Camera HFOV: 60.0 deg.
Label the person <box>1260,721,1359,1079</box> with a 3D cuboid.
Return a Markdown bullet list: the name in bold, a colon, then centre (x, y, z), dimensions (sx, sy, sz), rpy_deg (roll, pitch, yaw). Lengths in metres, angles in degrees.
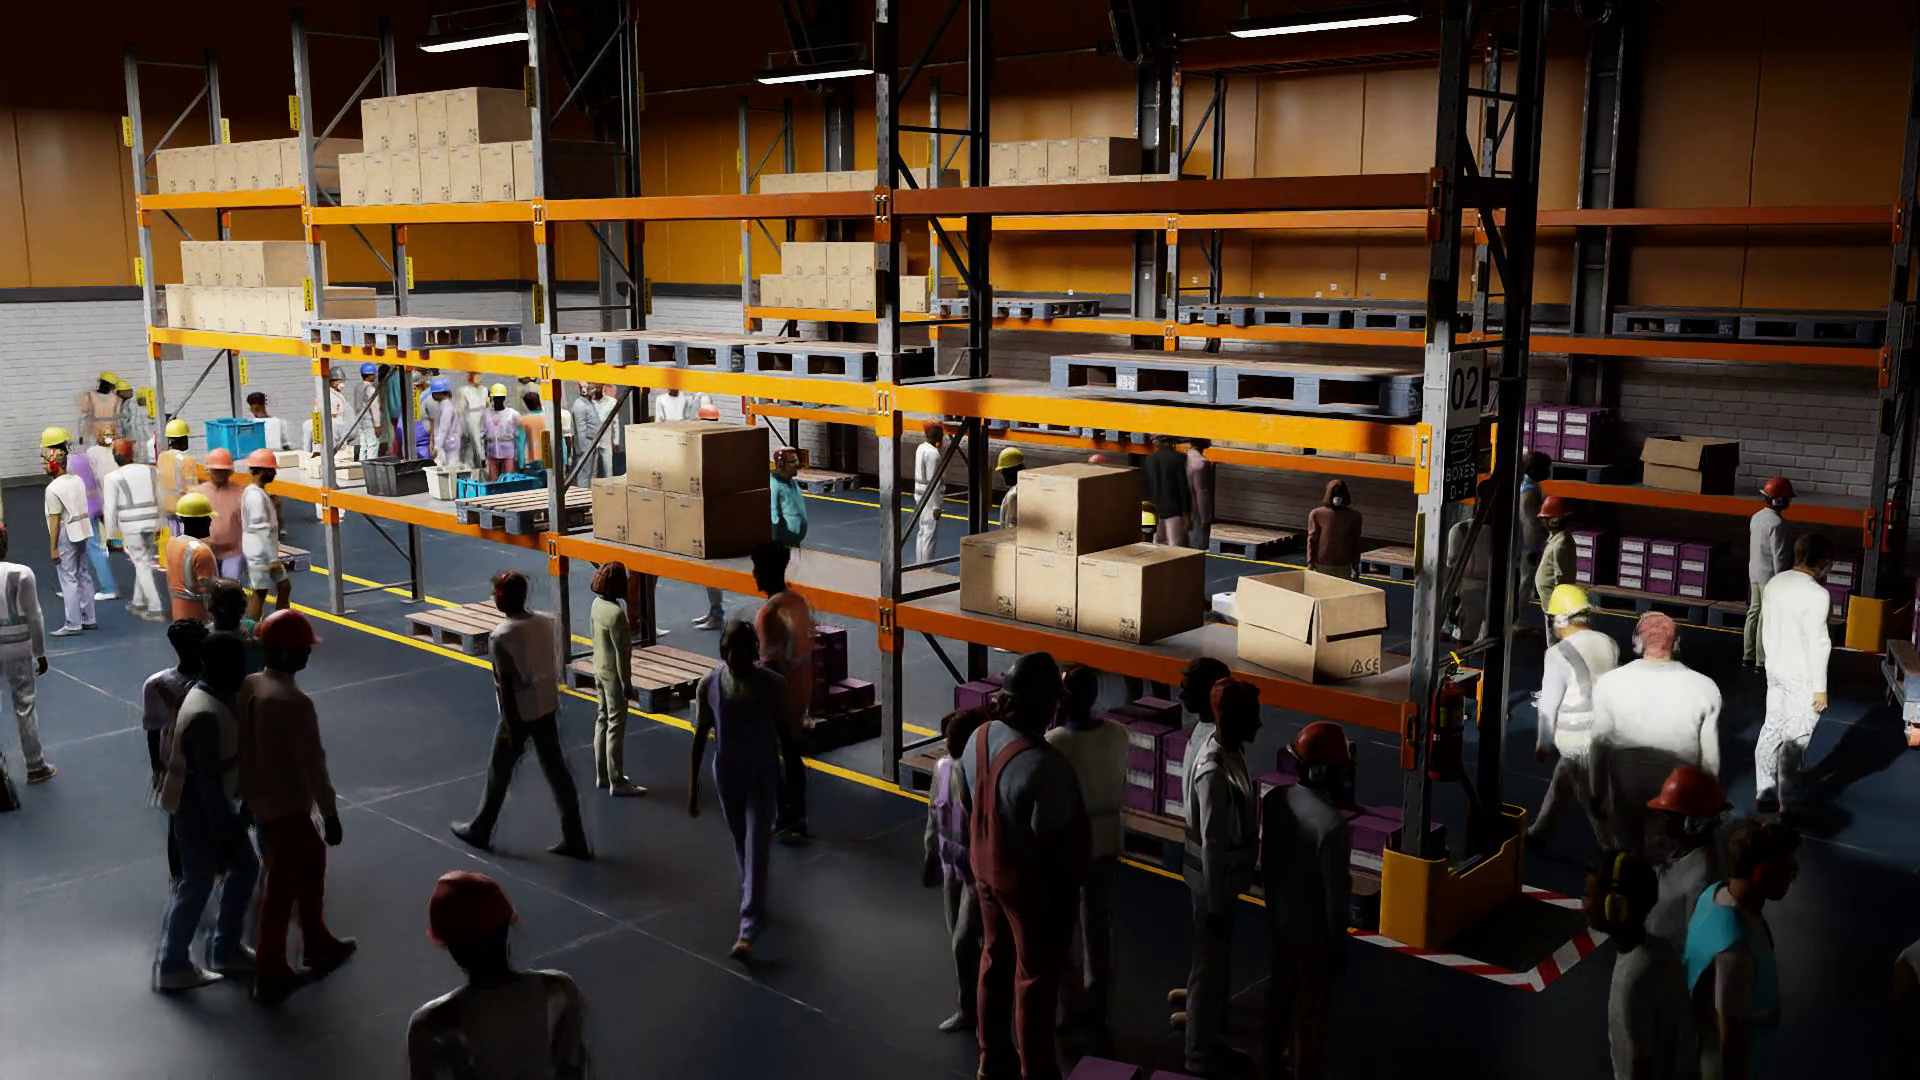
- **person**: centre (1.526, 1.639, 7.240), dimensions (0.339, 1.748, 0.563), rpy_deg (-4, 11, -22)

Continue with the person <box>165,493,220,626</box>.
- **person**: centre (-5.772, 0.596, 12.641), dimensions (0.594, 1.926, 0.366), rpy_deg (8, 13, 38)

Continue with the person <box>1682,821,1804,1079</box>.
- **person**: centre (2.680, 1.854, 5.800), dimensions (0.448, 1.823, 0.596), rpy_deg (5, 11, 25)

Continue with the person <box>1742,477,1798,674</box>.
- **person**: centre (7.194, 0.310, 14.750), dimensions (0.330, 1.751, 0.563), rpy_deg (0, 10, 3)

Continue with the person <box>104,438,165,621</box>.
- **person**: centre (-8.389, -0.111, 16.859), dimensions (0.828, 1.845, 0.611), rpy_deg (6, 12, 31)

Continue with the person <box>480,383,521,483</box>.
- **person**: centre (-6.226, -1.160, 22.562), dimensions (0.588, 1.930, 0.361), rpy_deg (1, 10, 6)

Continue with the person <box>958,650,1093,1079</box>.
- **person**: centre (0.330, 1.475, 7.350), dimensions (0.538, 2.000, 0.689), rpy_deg (-6, 12, -32)

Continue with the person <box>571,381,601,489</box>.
- **person**: centre (-5.266, -1.329, 23.587), dimensions (0.400, 1.909, 0.643), rpy_deg (0, 10, 0)

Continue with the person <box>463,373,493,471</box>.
- **person**: centre (-8.114, -1.992, 27.926), dimensions (0.539, 1.695, 0.318), rpy_deg (1, 10, 3)

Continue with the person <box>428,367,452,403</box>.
- **person**: centre (-9.065, -2.249, 28.892), dimensions (0.533, 1.868, 0.310), rpy_deg (3, 11, 18)

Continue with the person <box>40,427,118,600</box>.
- **person**: centre (-9.415, -0.268, 17.661), dimensions (0.806, 1.872, 0.592), rpy_deg (-1, 10, -4)

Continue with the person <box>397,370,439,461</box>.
- **person**: centre (-7.769, -1.428, 23.767), dimensions (0.678, 2.000, 0.537), rpy_deg (5, 11, 27)

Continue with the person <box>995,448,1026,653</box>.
- **person**: centre (0.515, 0.095, 15.500), dimensions (0.375, 1.919, 0.584), rpy_deg (2, 10, 13)

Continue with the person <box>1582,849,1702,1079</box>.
- **person**: centre (2.364, 1.936, 5.408), dimensions (0.927, 1.820, 0.555), rpy_deg (5, 11, 27)

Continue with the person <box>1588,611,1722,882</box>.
- **person**: centre (3.669, 1.311, 8.831), dimensions (0.635, 1.861, 0.978), rpy_deg (5, 11, 24)

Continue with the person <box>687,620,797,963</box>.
- **person**: centre (-1.186, 1.324, 8.871), dimensions (0.542, 1.797, 0.942), rpy_deg (1, 10, 8)

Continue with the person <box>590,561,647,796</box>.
- **person**: centre (-2.384, 0.948, 11.483), dimensions (0.280, 1.633, 0.503), rpy_deg (-6, 12, -32)

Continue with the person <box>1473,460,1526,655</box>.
- **person**: centre (4.892, 0.153, 15.232), dimensions (0.477, 1.911, 0.641), rpy_deg (3, 11, 17)

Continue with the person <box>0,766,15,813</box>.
- **person**: centre (-6.645, 0.905, 10.928), dimensions (0.653, 1.909, 0.586), rpy_deg (-5, 11, -25)

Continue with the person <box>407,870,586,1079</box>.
- **person**: centre (-1.385, 1.951, 5.113), dimensions (0.553, 1.894, 0.961), rpy_deg (-8, 13, -37)

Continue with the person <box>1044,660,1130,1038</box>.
- **person**: centre (0.571, 1.484, 7.904), dimensions (0.571, 1.832, 0.439), rpy_deg (-6, 12, -32)

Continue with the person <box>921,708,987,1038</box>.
- **person**: centre (0.026, 1.588, 7.897), dimensions (0.381, 1.625, 0.536), rpy_deg (-8, 13, -37)

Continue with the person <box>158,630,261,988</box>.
- **person**: centre (-3.811, 1.368, 8.418), dimensions (0.660, 1.873, 0.609), rpy_deg (-2, 10, -12)

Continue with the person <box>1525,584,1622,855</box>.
- **person**: centre (3.728, 1.154, 9.975), dimensions (0.603, 1.773, 0.952), rpy_deg (-8, 13, -37)

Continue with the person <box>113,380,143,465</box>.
- **person**: centre (-12.775, -1.591, 25.549), dimensions (0.321, 1.738, 0.484), rpy_deg (-10, 14, -43)

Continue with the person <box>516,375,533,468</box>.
- **person**: centre (-7.372, -2.097, 28.456), dimensions (0.385, 1.725, 0.558), rpy_deg (-2, 10, -11)

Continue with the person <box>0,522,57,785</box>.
- **person**: centre (-6.694, 0.796, 11.630), dimensions (0.572, 1.886, 0.355), rpy_deg (-2, 10, -10)

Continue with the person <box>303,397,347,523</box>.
- **person**: centre (-8.684, -1.110, 22.771), dimensions (0.573, 1.751, 0.330), rpy_deg (-5, 11, -26)

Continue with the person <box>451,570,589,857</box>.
- **person**: centre (-2.727, 1.074, 10.305), dimensions (0.954, 1.797, 0.574), rpy_deg (5, 11, 25)

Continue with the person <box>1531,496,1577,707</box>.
- **person**: centre (4.871, 0.503, 13.662), dimensions (0.337, 1.747, 0.573), rpy_deg (4, 11, 19)

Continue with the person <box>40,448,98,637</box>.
- **person**: centre (-8.652, 0.021, 16.161), dimensions (0.394, 1.836, 0.560), rpy_deg (0, 10, 0)

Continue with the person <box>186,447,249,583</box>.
- **person**: centre (-6.844, 0.087, 15.459), dimensions (0.627, 1.953, 0.993), rpy_deg (-3, 10, -15)

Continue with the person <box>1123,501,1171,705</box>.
- **person**: centre (1.349, 0.670, 12.221), dimensions (0.587, 1.928, 0.363), rpy_deg (-4, 11, -21)

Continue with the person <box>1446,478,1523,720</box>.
- **person**: centre (4.174, 0.472, 13.263), dimensions (0.606, 1.957, 0.373), rpy_deg (0, 10, -2)
